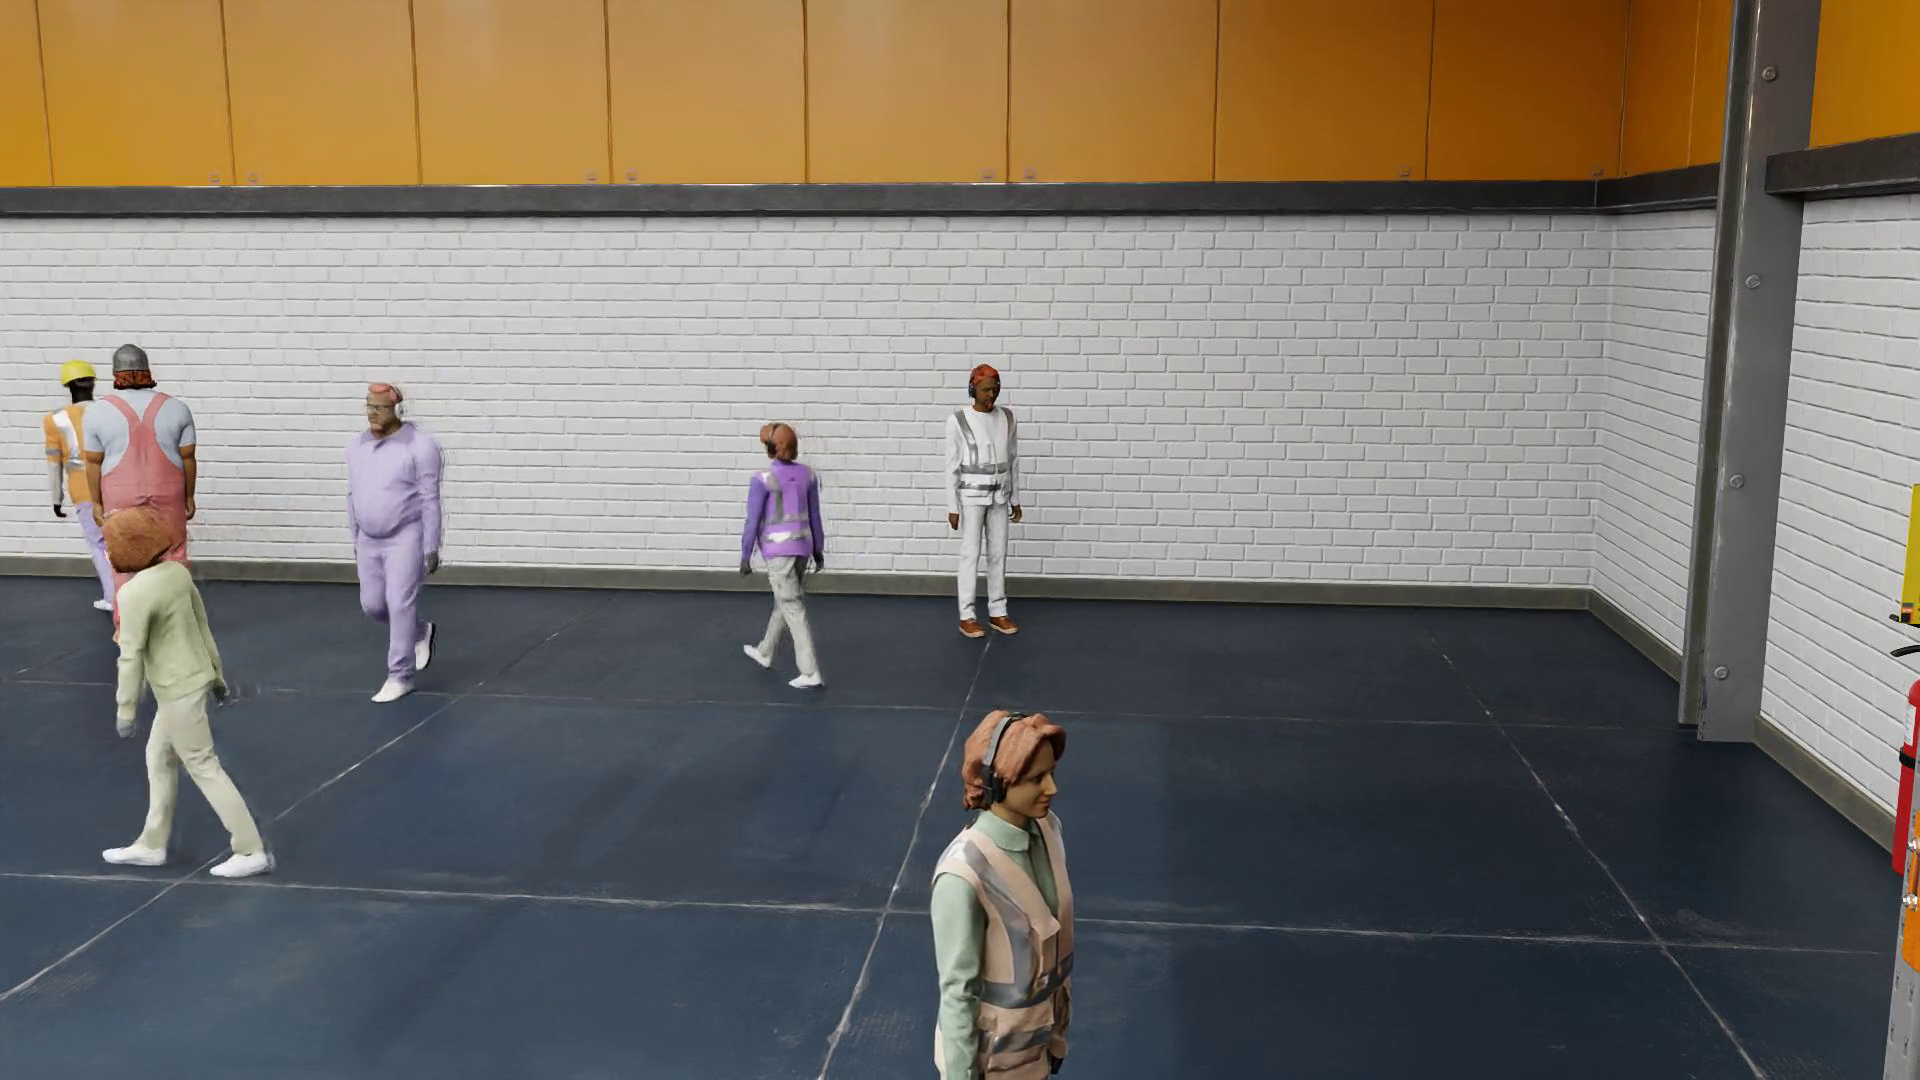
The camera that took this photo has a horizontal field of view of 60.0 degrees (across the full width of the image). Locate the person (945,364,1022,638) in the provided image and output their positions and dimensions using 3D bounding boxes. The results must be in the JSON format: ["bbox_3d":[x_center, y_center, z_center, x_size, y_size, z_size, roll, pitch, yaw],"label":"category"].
[{"bbox_3d":[0.161,-0.269,11.427,0.586,1.879,0.358,-6,12,-33],"label":"person"}]

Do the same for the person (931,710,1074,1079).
[{"bbox_3d":[0.099,1.183,3.791,0.310,1.638,0.523,5,11,26],"label":"person"}]

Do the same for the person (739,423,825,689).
[{"bbox_3d":[-1.114,0.086,10.169,0.852,1.601,0.535,8,13,39],"label":"person"}]

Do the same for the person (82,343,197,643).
[{"bbox_3d":[-5.533,-0.321,11.250,0.683,2.000,0.535,-6,12,-33],"label":"person"}]

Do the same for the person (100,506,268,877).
[{"bbox_3d":[-3.320,0.647,6.964,0.804,1.594,0.521,-1,10,-4],"label":"person"}]

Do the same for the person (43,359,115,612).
[{"bbox_3d":[-6.132,-0.348,11.865,0.829,1.884,0.594,8,13,39],"label":"person"}]

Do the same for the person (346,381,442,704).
[{"bbox_3d":[-3.354,-0.015,9.942,0.650,1.886,0.707,3,10,18],"label":"person"}]
